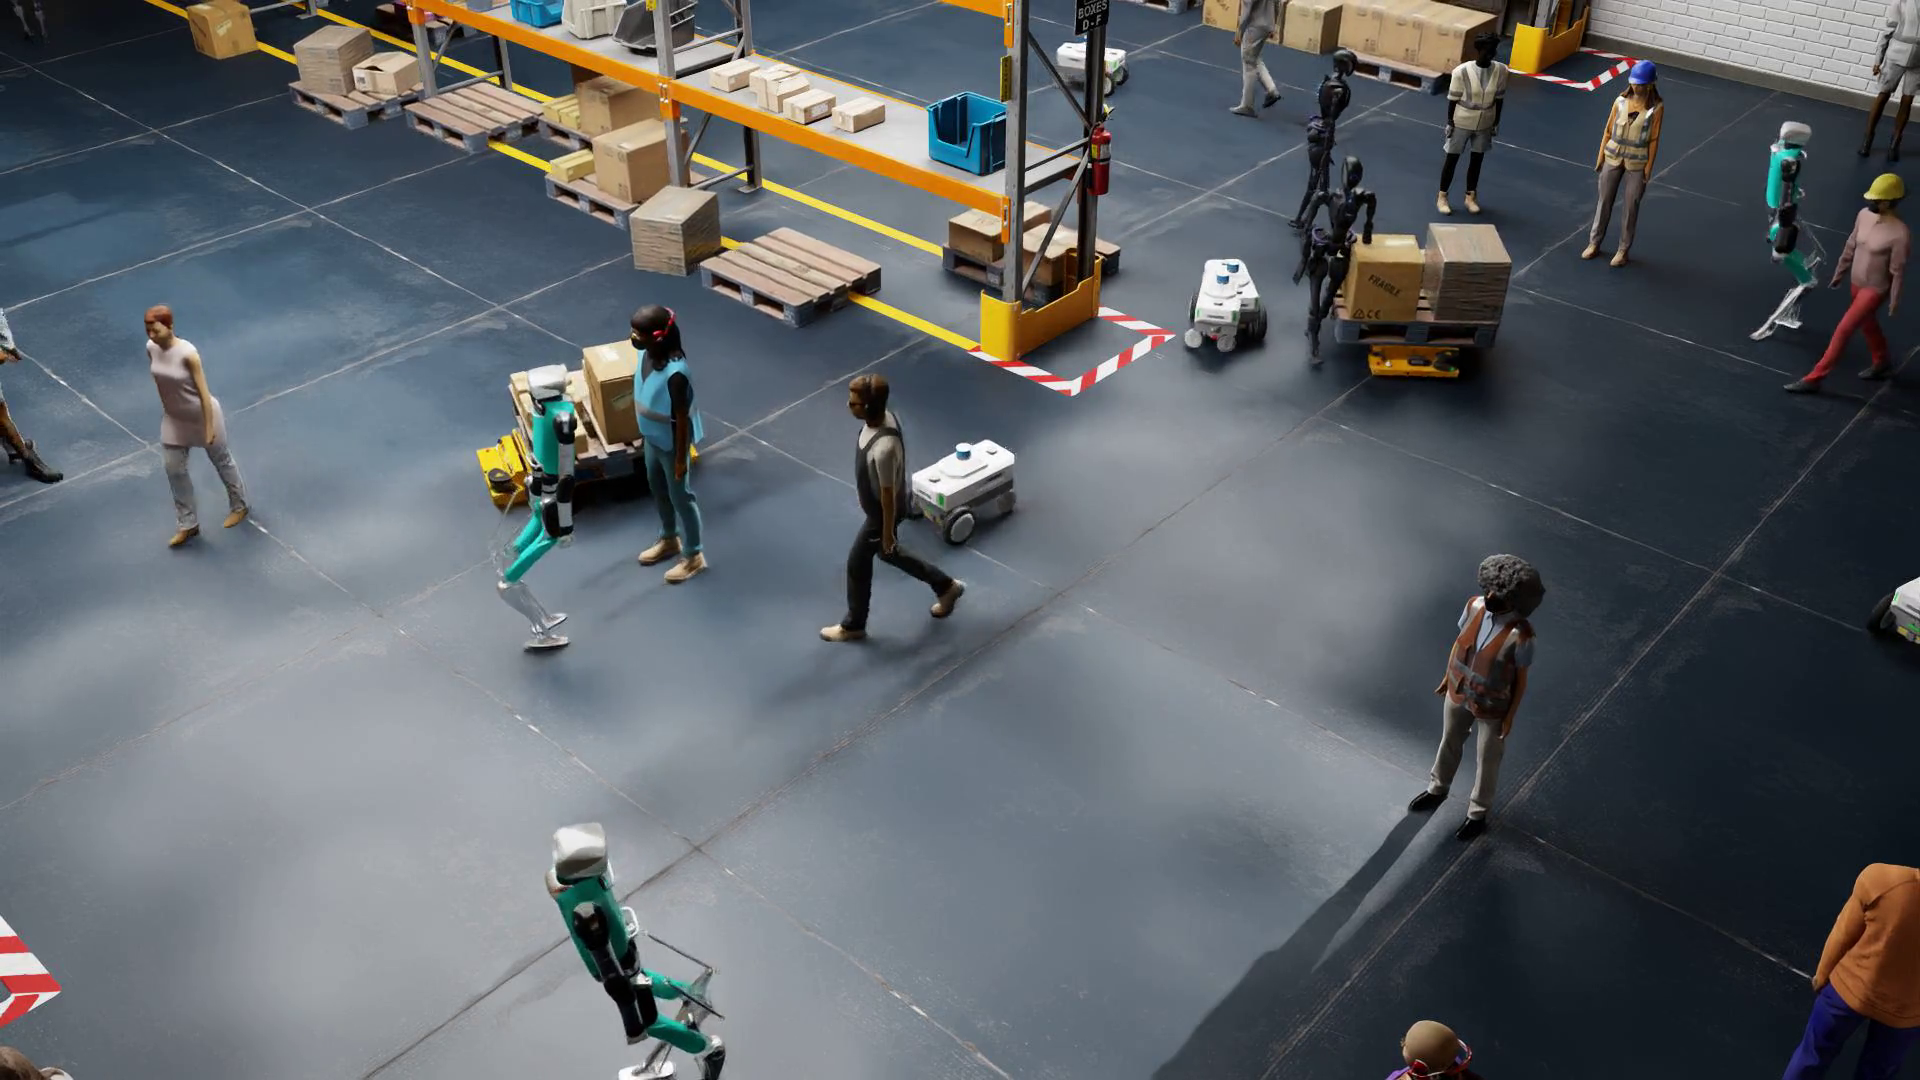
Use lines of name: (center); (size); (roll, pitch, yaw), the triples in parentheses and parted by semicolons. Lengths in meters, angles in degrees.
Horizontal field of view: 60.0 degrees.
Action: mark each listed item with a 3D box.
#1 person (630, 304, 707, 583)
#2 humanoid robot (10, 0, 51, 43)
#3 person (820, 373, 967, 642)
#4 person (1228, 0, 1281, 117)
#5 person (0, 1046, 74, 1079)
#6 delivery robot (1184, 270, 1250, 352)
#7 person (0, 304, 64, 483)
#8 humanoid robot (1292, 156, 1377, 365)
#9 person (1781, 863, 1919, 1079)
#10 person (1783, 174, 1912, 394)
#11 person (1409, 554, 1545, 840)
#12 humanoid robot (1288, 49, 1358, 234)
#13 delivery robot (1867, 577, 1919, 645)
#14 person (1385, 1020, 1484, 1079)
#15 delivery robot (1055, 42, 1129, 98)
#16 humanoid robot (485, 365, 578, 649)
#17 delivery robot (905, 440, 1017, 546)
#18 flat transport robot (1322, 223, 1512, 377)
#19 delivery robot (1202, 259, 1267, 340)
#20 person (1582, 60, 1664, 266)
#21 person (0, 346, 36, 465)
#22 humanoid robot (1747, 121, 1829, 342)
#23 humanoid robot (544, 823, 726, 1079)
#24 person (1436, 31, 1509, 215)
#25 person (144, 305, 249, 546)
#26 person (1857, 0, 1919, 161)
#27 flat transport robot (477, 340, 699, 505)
person: (-1.820, -0.603, 10.284); (0.411, 1.864, 0.530); (-24, 41, -31)
humanoid robot: (-10.838, -6.575, 19.100); (0.608, 1.641, 0.500); (-20, 39, -26)
person: (-0.398, -0.186, 9.733); (0.851, 1.814, 0.518); (-3, 35, -4)
person: (3.039, -5.251, 17.001); (0.448, 1.887, 0.553); (25, 42, 32)
person: (-3.262, 2.424, 6.071); (0.343, 1.659, 0.486); (3, 35, 4)
delivery robot: (2.071, -1.867, 13.277); (0.510, 0.611, 0.782); (8, 35, 11)
person: (-6.751, -1.327, 11.329); (1.048, 1.879, 0.540); (14, 37, 19)
humanoid robot: (2.868, -2.147, 12.704); (0.601, 1.634, 0.698); (-5, 35, -7)
person: (3.719, 1.810, 6.694); (0.517, 1.974, 0.406); (20, 39, 26)
person: (6.744, -1.894, 12.284); (0.925, 1.719, 0.530); (-4, 35, -6)
person: (2.634, 0.790, 8.412); (0.311, 1.690, 0.446); (-23, 41, -30)
humanoid robot: (3.201, -3.521, 14.686); (0.413, 1.636, 0.612); (4, 35, 6)
delivery robot: (5.904, 0.395, 9.996); (0.777, 0.605, 0.521); (-18, 39, -25)
person: (1.631, 2.368, 6.123); (0.349, 1.693, 0.493); (21, 40, 28)
delivery robot: (1.422, -5.154, 18.014); (0.774, 0.581, 0.499); (14, 37, 20)
humanoid robot: (-2.534, -0.151, 9.704); (0.760, 1.738, 0.534); (-18, 39, -24)
delivery robot: (0.019, -0.367, 11.080); (0.783, 0.584, 0.499); (-27, 43, -34)
flat transport robot: (3.536, -1.715, 13.295); (0.659, 0.231, 1.431); (2, 35, 3)
delivery robot: (2.169, -1.951, 13.392); (0.523, 0.602, 0.773); (-2, 35, -2)
person: (5.652, -3.200, 14.127); (0.473, 1.771, 0.324); (25, 42, 31)
person: (-6.855, -1.325, 11.354); (0.597, 1.832, 0.404); (-6, 35, -9)
humanoid robot: (6.580, -2.372, 12.937); (0.853, 1.758, 0.622); (9, 36, 12)
humanoid robot: (-1.226, 1.826, 6.937); (0.794, 1.840, 0.543); (-13, 37, -19)
person: (4.622, -3.759, 15.006); (0.532, 1.691, 0.319); (-3, 35, -5)
person: (-4.995, -0.715, 10.636); (0.477, 1.635, 0.685); (10, 36, 14)
person: (9.148, -4.639, 16.078); (0.547, 1.926, 0.379); (14, 37, 20)
flat transport robot: (-2.626, -0.623, 11.713); (1.431, 0.231, 0.659); (-13, 37, -19)
